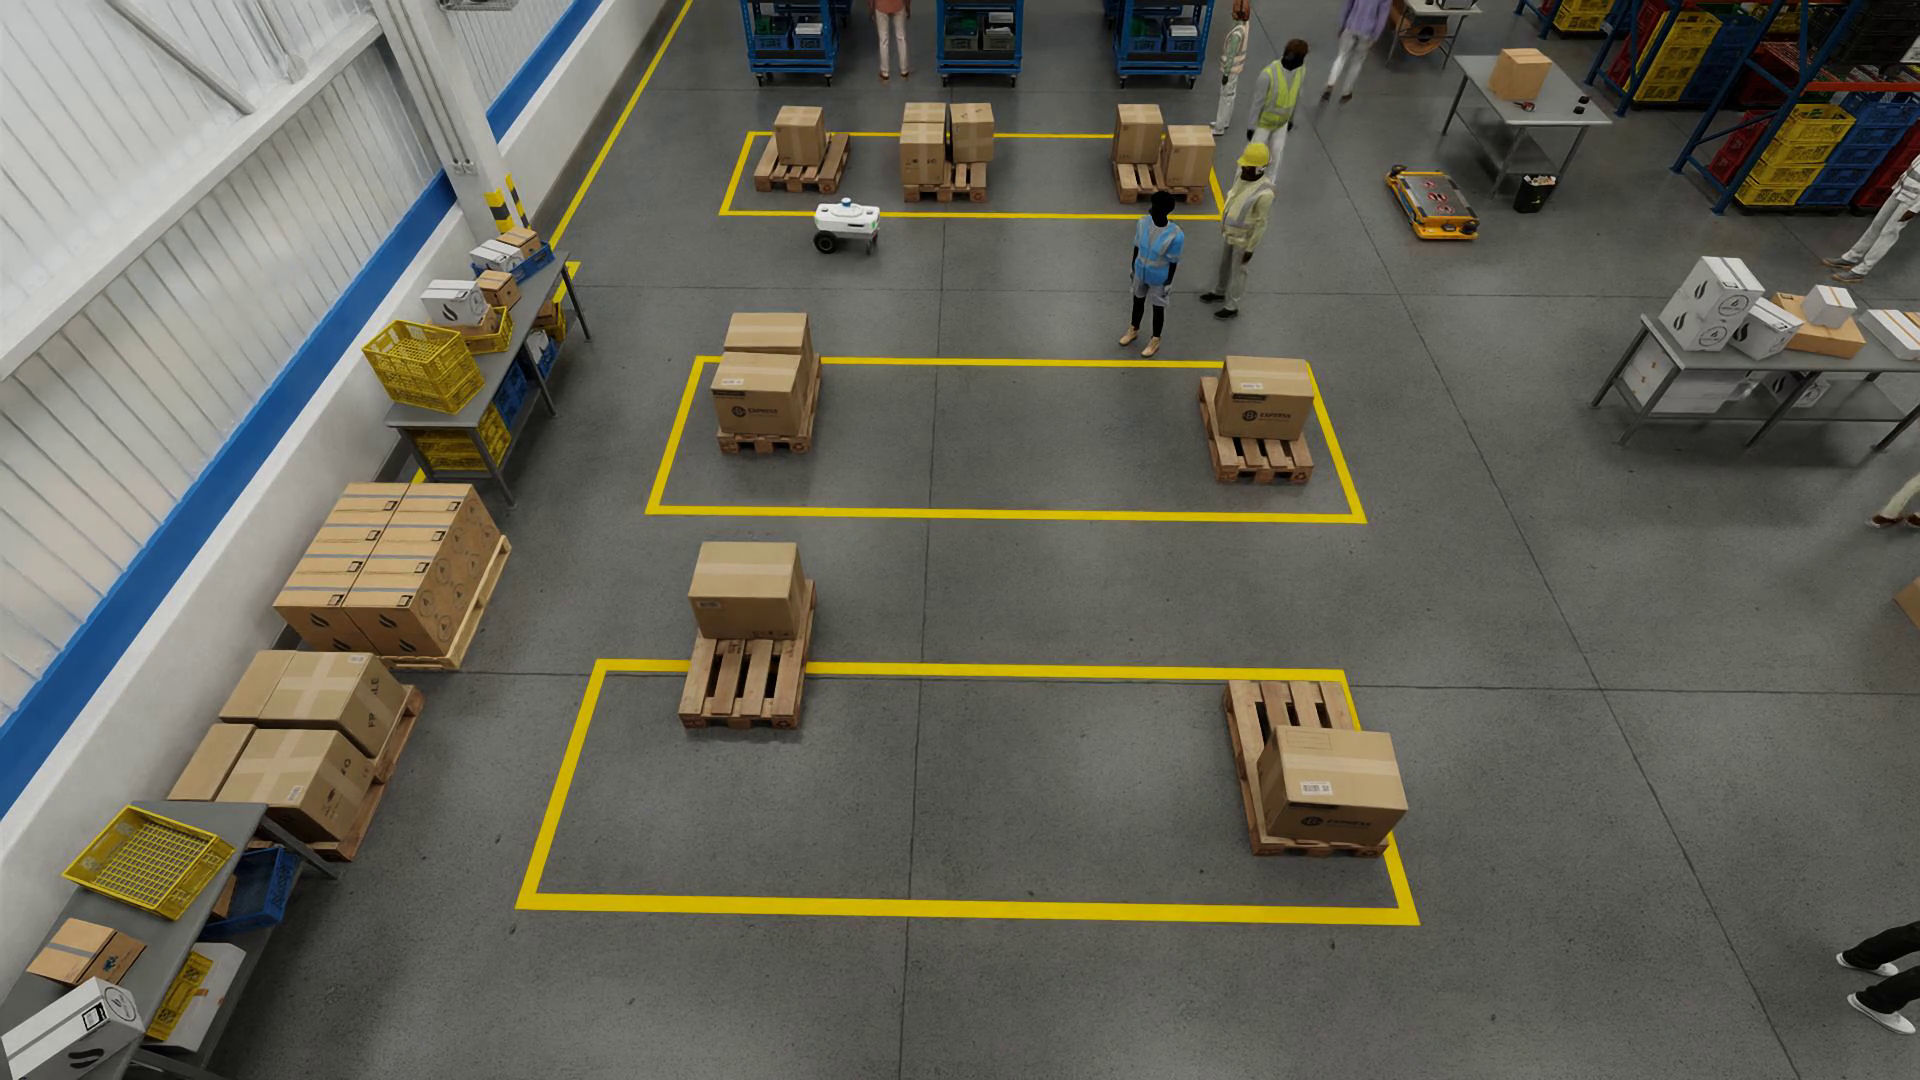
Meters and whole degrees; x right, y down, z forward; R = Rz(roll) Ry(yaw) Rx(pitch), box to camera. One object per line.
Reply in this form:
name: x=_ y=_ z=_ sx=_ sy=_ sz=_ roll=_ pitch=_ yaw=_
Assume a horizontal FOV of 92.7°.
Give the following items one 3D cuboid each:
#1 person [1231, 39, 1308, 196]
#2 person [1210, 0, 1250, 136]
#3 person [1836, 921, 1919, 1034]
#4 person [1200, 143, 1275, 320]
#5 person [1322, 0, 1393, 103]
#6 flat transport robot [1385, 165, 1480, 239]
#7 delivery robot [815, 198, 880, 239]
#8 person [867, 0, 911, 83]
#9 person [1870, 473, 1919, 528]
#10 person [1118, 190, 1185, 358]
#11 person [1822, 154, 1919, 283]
person: x=3.627 y=-4.907 z=10.740 sx=0.708 sy=1.832 sz=0.436 roll=-19 pitch=52 yaw=-16
person: x=3.526 y=-6.126 z=11.924 sx=0.313 sy=1.634 sz=0.514 roll=19 pitch=52 yaw=16
person: x=5.337 y=2.011 z=4.693 sx=0.385 sy=1.918 sz=0.596 roll=17 pitch=51 yaw=14
person: x=2.783 y=-3.066 z=9.145 sx=0.404 sy=1.827 sz=0.600 roll=-11 pitch=50 yaw=-9
person: x=5.409 y=-6.896 z=12.400 sx=0.628 sy=1.927 sz=0.556 roll=30 pitch=55 yaw=23
flat transport robot: x=5.692 y=-4.094 z=11.059 sx=0.652 sy=0.197 sz=1.431 roll=1 pitch=49 yaw=1
delivery robot: x=-1.272 y=-3.646 z=10.424 sx=0.707 sy=0.478 sz=0.477 roll=4 pitch=49 yaw=4
person: x=-0.997 y=-7.526 z=12.899 sx=0.623 sy=1.989 sz=0.400 roll=-11 pitch=50 yaw=-9
person: x=8.058 y=-0.758 z=7.135 sx=0.687 sy=1.846 sz=0.548 roll=-10 pitch=50 yaw=-9
person: x=1.842 y=-2.541 z=8.784 sx=0.514 sy=1.690 sz=0.319 roll=37 pitch=58 yaw=27
person: x=9.901 y=-3.592 z=9.566 sx=0.356 sy=1.883 sz=0.573 roll=11 pitch=50 yaw=10
